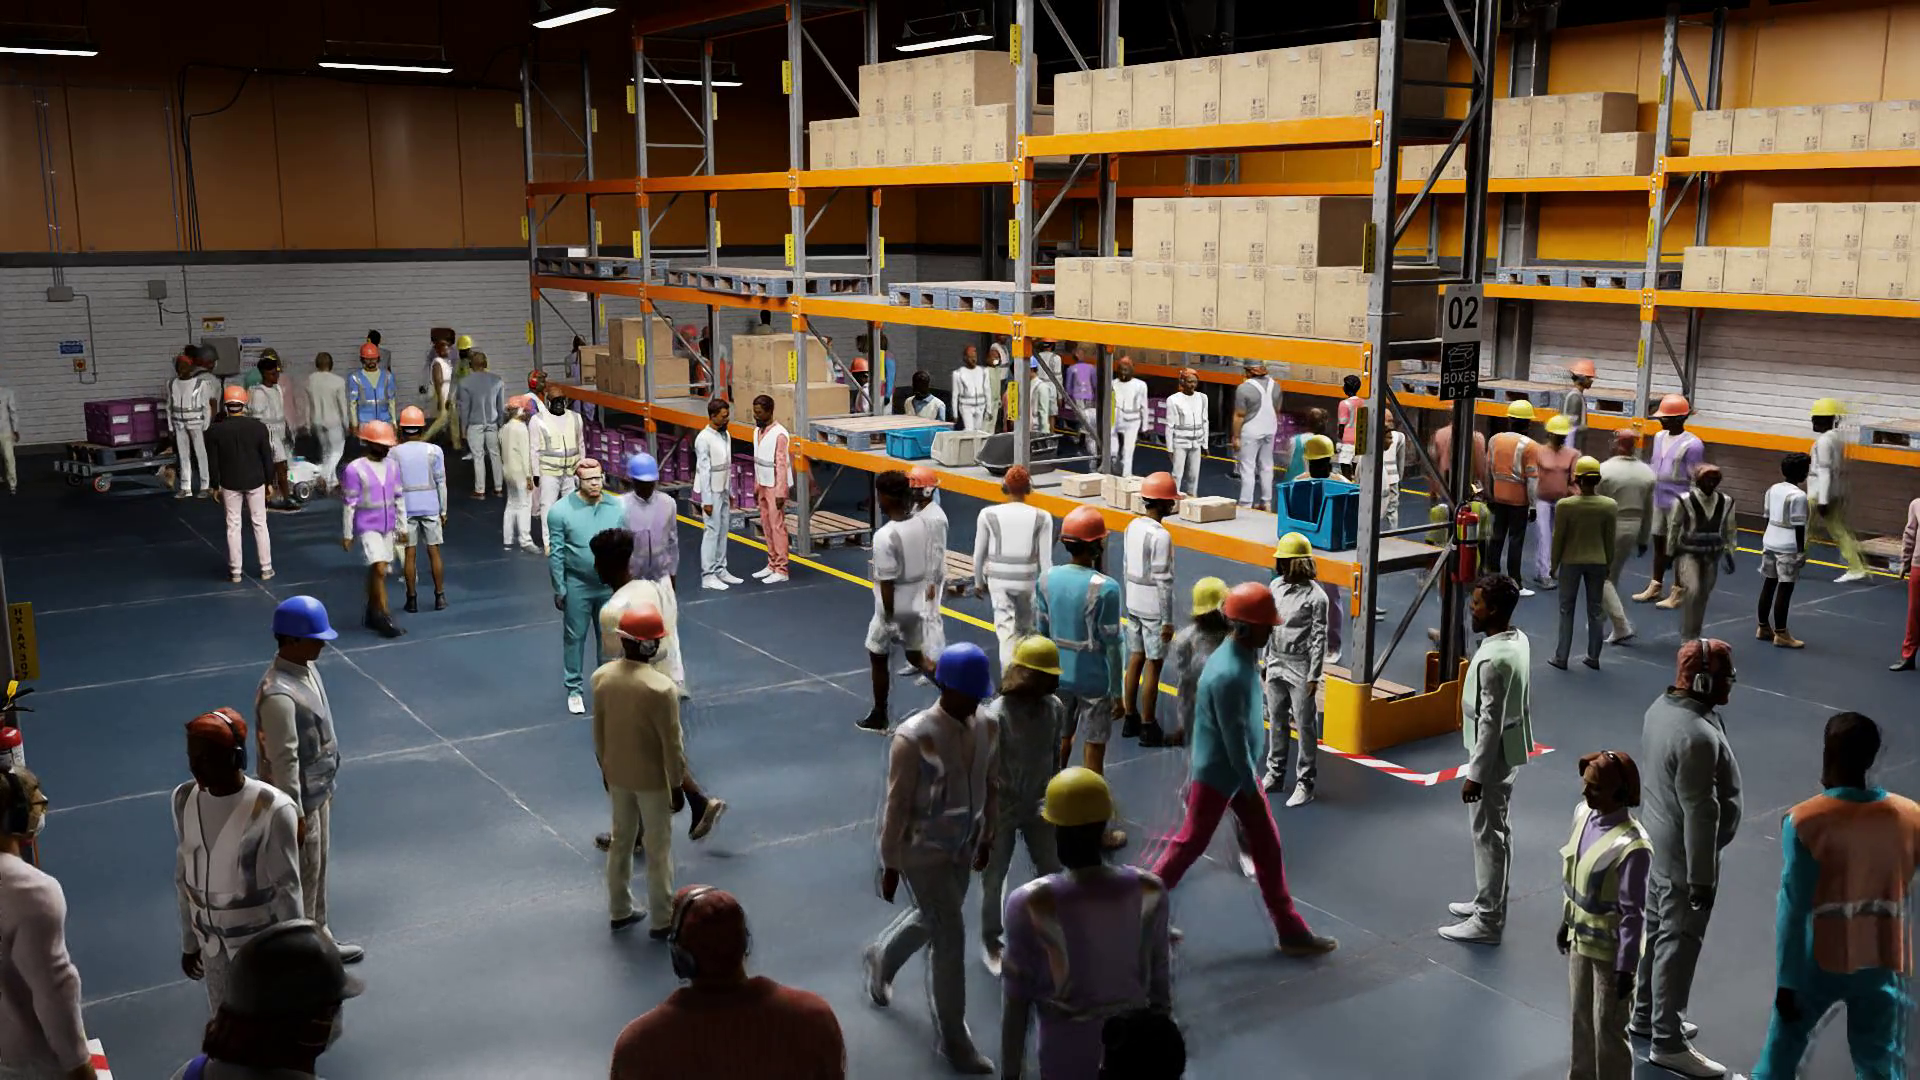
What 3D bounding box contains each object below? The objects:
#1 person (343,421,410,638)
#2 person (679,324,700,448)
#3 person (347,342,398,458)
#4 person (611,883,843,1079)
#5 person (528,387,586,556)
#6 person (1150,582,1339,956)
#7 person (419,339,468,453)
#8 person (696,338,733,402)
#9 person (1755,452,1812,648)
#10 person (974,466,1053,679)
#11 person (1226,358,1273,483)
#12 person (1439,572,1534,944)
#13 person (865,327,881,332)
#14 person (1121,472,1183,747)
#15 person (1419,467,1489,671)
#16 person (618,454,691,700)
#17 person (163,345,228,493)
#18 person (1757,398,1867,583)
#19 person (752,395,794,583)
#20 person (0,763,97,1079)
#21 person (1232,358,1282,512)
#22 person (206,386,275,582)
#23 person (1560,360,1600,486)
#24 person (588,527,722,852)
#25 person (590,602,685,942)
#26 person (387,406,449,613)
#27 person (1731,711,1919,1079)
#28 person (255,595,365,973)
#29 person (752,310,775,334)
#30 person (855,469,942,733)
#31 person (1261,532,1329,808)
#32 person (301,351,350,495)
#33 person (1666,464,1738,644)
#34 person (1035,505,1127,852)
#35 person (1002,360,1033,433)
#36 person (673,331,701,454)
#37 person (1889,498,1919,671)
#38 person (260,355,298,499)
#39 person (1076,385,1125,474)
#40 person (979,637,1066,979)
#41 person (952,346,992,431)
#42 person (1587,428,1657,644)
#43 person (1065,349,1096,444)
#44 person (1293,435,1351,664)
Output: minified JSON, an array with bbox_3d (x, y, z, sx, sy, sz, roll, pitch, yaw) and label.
[{"bbox_3d":[-5.072,-0.090,14.675,0.854,1.897,0.573,7,13,31],"label":"person"},{"bbox_3d":[-4.294,-2.440,26.484,0.451,1.976,0.622,-6,13,-28],"label":"person"},{"bbox_3d":[-7.728,-1.583,21.947,0.607,2.044,0.378,-8,13,-34],"label":"person"},{"bbox_3d":[-0.624,1.873,4.679,0.675,1.883,0.433,-2,11,-11],"label":"person"},{"bbox_3d":[-4.385,-0.754,18.219,0.634,1.842,0.429,-7,13,-33],"label":"person"},{"bbox_3d":[1.332,1.146,8.289,1.071,1.939,0.589,5,12,24],"label":"person"},{"bbox_3d":[-8.049,-2.222,25.809,0.698,1.816,0.602,-1,11,-4],"label":"person"},{"bbox_3d":[-3.565,-1.958,24.085,0.602,1.958,0.381,-9,14,-39],"label":"person"},{"bbox_3d":[7.121,0.078,14.347,0.320,1.692,0.531,-1,11,-3],"label":"person"},{"bbox_3d":[0.404,0.347,12.666,0.576,1.825,1.035,-1,11,-7],"label":"person"},{"bbox_3d":[4.063,-1.687,23.182,0.810,1.770,0.606,8,14,36],"label":"person"},{"bbox_3d":[2.715,1.109,8.493,0.392,1.919,0.593,5,12,26],"label":"person"},{"bbox_3d":[-1.558,-3.180,30.920,0.418,1.736,0.563,8,13,34],"label":"person"},{"bbox_3d":[1.361,0.479,11.669,0.375,1.935,0.551,-4,12,-21],"label":"person"},{"bbox_3d":[4.045,0.204,13.788,0.539,1.647,0.861,-4,12,-18],"label":"person"},{"bbox_3d":[-2.359,0.295,12.673,0.595,1.904,0.904,-6,13,-29],"label":"person"},{"bbox_3d":[-10.135,-1.607,22.075,0.709,2.000,0.822,8,14,37],"label":"person"},{"bbox_3d":[8.743,-0.498,16.834,1.007,1.880,0.604,9,15,40],"label":"person"},{"bbox_3d":[-1.919,-0.528,16.905,0.409,1.909,0.593,-7,13,-32],"label":"person"},{"bbox_3d":[-3.150,1.681,5.553,0.636,1.928,0.368,7,13,33],"label":"person"},{"bbox_3d":[3.636,-1.340,20.709,0.697,2.000,0.536,-6,13,-29],"label":"person"},{"bbox_3d":[-7.286,-0.569,16.880,0.611,1.995,0.380,-5,12,-26],"label":"person"},{"bbox_3d":[7.281,-1.088,19.460,0.654,2.032,0.641,3,11,15],"label":"person"},{"bbox_3d":[-1.786,0.881,9.591,0.679,1.941,0.627,3,12,17],"label":"person"},{"bbox_3d":[-1.622,1.180,8.550,0.572,1.748,0.342,7,13,32],"label":"person"},{"bbox_3d":[-5.076,-0.283,15.564,0.543,1.939,0.360,-4,12,-19],"label":"person"},{"bbox_3d":[3.336,1.581,6.304,0.596,1.849,1.040,-1,11,-5],"label":"person"},{"bbox_3d":[-3.139,1.208,7.963,0.419,1.933,0.615,-2,11,-11],"label":"person"},{"bbox_3d":[-3.733,-3.461,31.878,0.593,1.920,0.391,9,14,38],"label":"person"},{"bbox_3d":[-0.362,0.461,11.754,0.836,1.945,0.599,8,14,35],"label":"person"},{"bbox_3d":[2.078,0.809,10.476,0.296,1.744,0.484,-8,14,-36],"label":"person"},{"bbox_3d":[-8.433,-1.541,22.094,0.638,1.915,0.759,1,11,8],"label":"person"},{"bbox_3d":[6.283,0.169,14.054,0.527,1.616,0.578,0,11,1],"label":"person"},{"bbox_3d":[0.720,0.808,9.701,0.608,2.048,0.365,10,15,41],"label":"person"},{"bbox_3d":[0.712,-1.223,20.300,0.367,1.966,0.604,4,12,18],"label":"person"},{"bbox_3d":[-4.257,-2.304,25.974,0.651,1.912,0.410,3,12,16],"label":"person"},{"bbox_3d":[7.824,0.236,13.351,0.327,1.767,0.533,-9,14,-38],"label":"person"},{"bbox_3d":[-8.886,-1.464,21.676,0.583,1.906,0.642,0,11,2],"label":"person"},{"bbox_3d":[1.696,-1.079,20.320,0.552,1.665,0.685,-5,12,-23],"label":"person"},{"bbox_3d":[0.314,1.316,7.967,0.534,1.715,0.649,-6,12,-26],"label":"person"},{"bbox_3d":[0.135,-1.873,23.924,0.576,1.860,0.816,-5,12,-26],"label":"person"},{"bbox_3d":[5.714,-0.024,14.501,0.700,1.877,0.744,-3,12,-17],"label":"person"},{"bbox_3d":[1.941,-2.260,26.586,0.562,1.581,0.877,-5,12,-24],"label":"person"},{"bbox_3d":[2.970,0.077,13.795,0.583,1.917,0.407,10,15,42],"label":"person"}]
